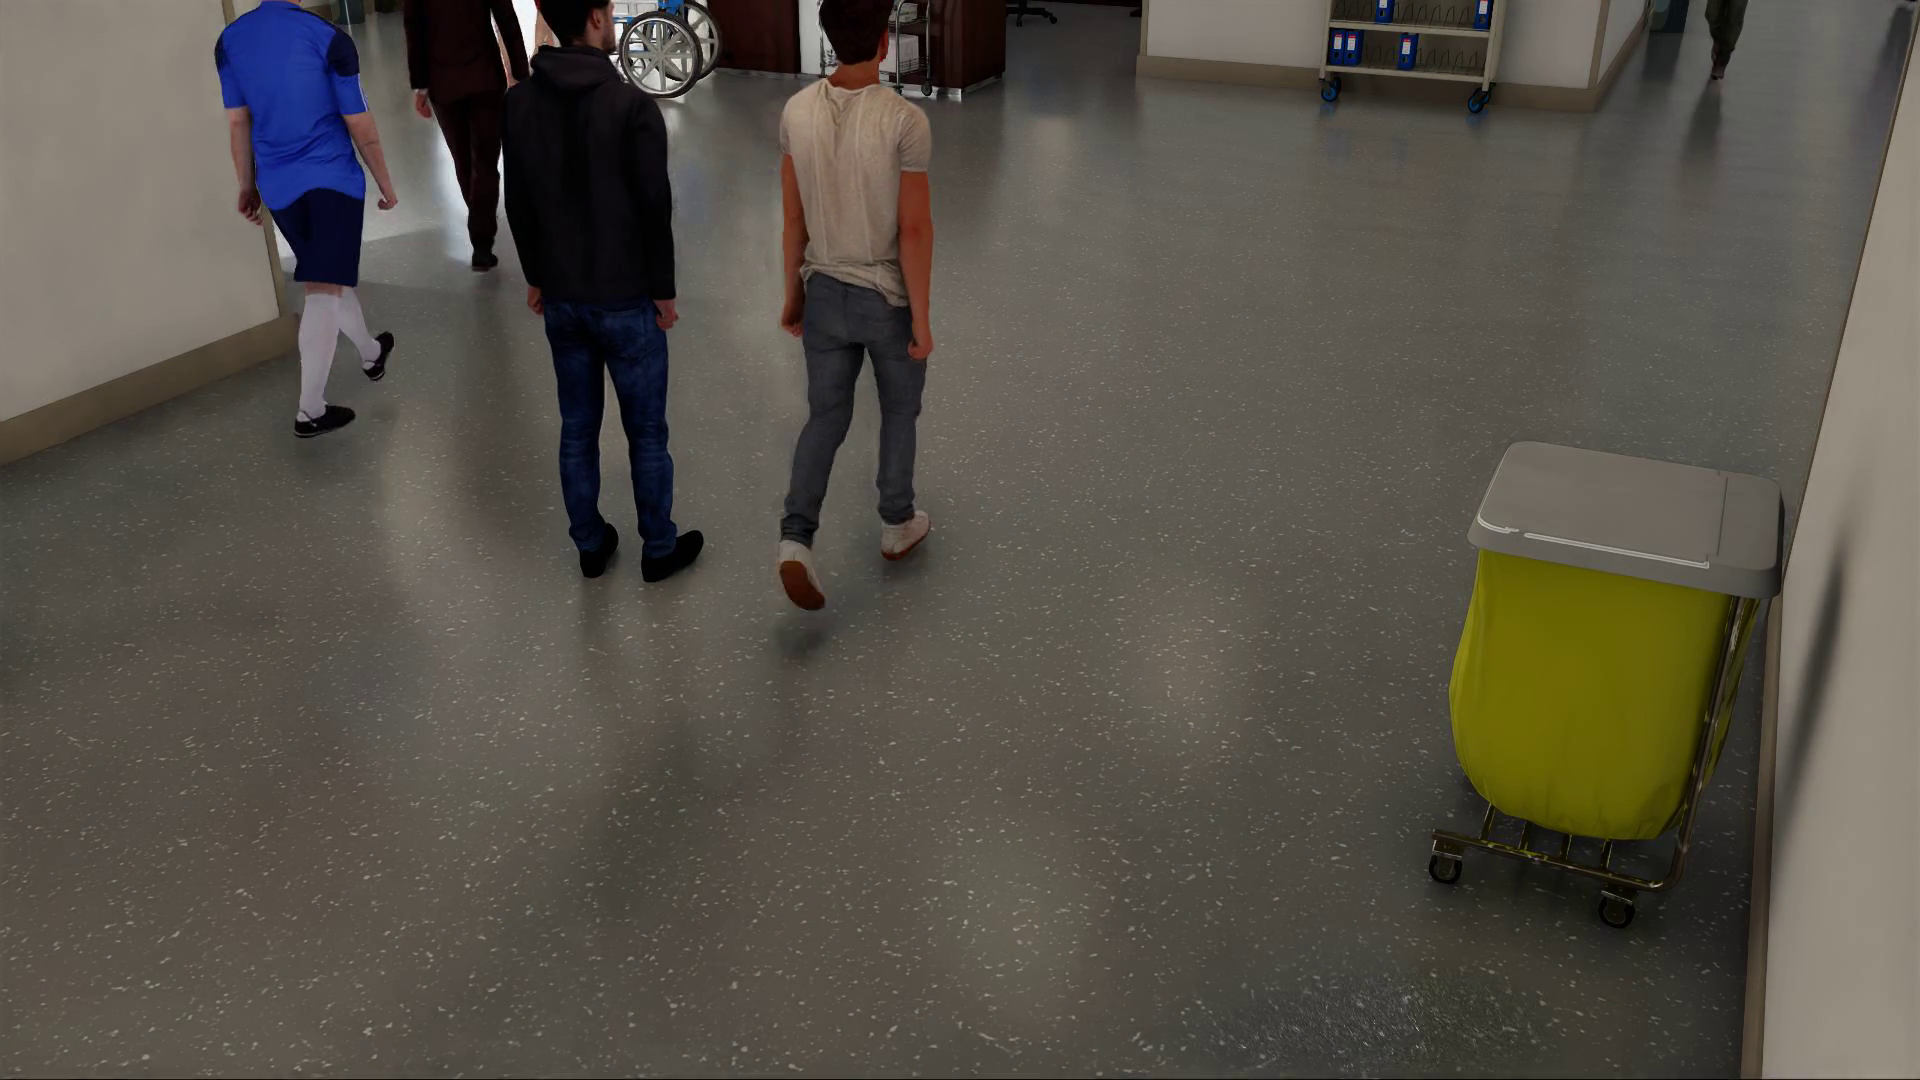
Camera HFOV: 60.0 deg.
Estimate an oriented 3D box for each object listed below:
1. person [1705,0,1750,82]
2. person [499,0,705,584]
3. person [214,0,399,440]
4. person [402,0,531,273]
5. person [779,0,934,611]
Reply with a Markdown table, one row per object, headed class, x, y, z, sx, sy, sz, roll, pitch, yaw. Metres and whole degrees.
| class | x | y | z | sx | sy | sz | roll | pitch | yaw |
| --- | --- | --- | --- | --- | --- | --- | --- | --- | --- |
| person | 6.127 | -4.500 | 13.131 | 0.896 | 1.642 | 0.636 | 12 | 28 | 23 |
| person | -1.110 | -0.765 | 5.102 | 0.581 | 1.890 | 0.774 | 6 | 26 | 12 |
| person | -2.468 | -1.252 | 6.237 | 1.245 | 1.781 | 1.016 | 4 | 26 | 9 |
| person | -2.431 | -2.212 | 8.192 | 1.266 | 1.812 | 1.184 | -3 | 26 | -5 |
| person | -0.337 | -0.686 | 4.960 | 1.096 | 1.870 | 0.796 | 9 | 27 | 17 |
